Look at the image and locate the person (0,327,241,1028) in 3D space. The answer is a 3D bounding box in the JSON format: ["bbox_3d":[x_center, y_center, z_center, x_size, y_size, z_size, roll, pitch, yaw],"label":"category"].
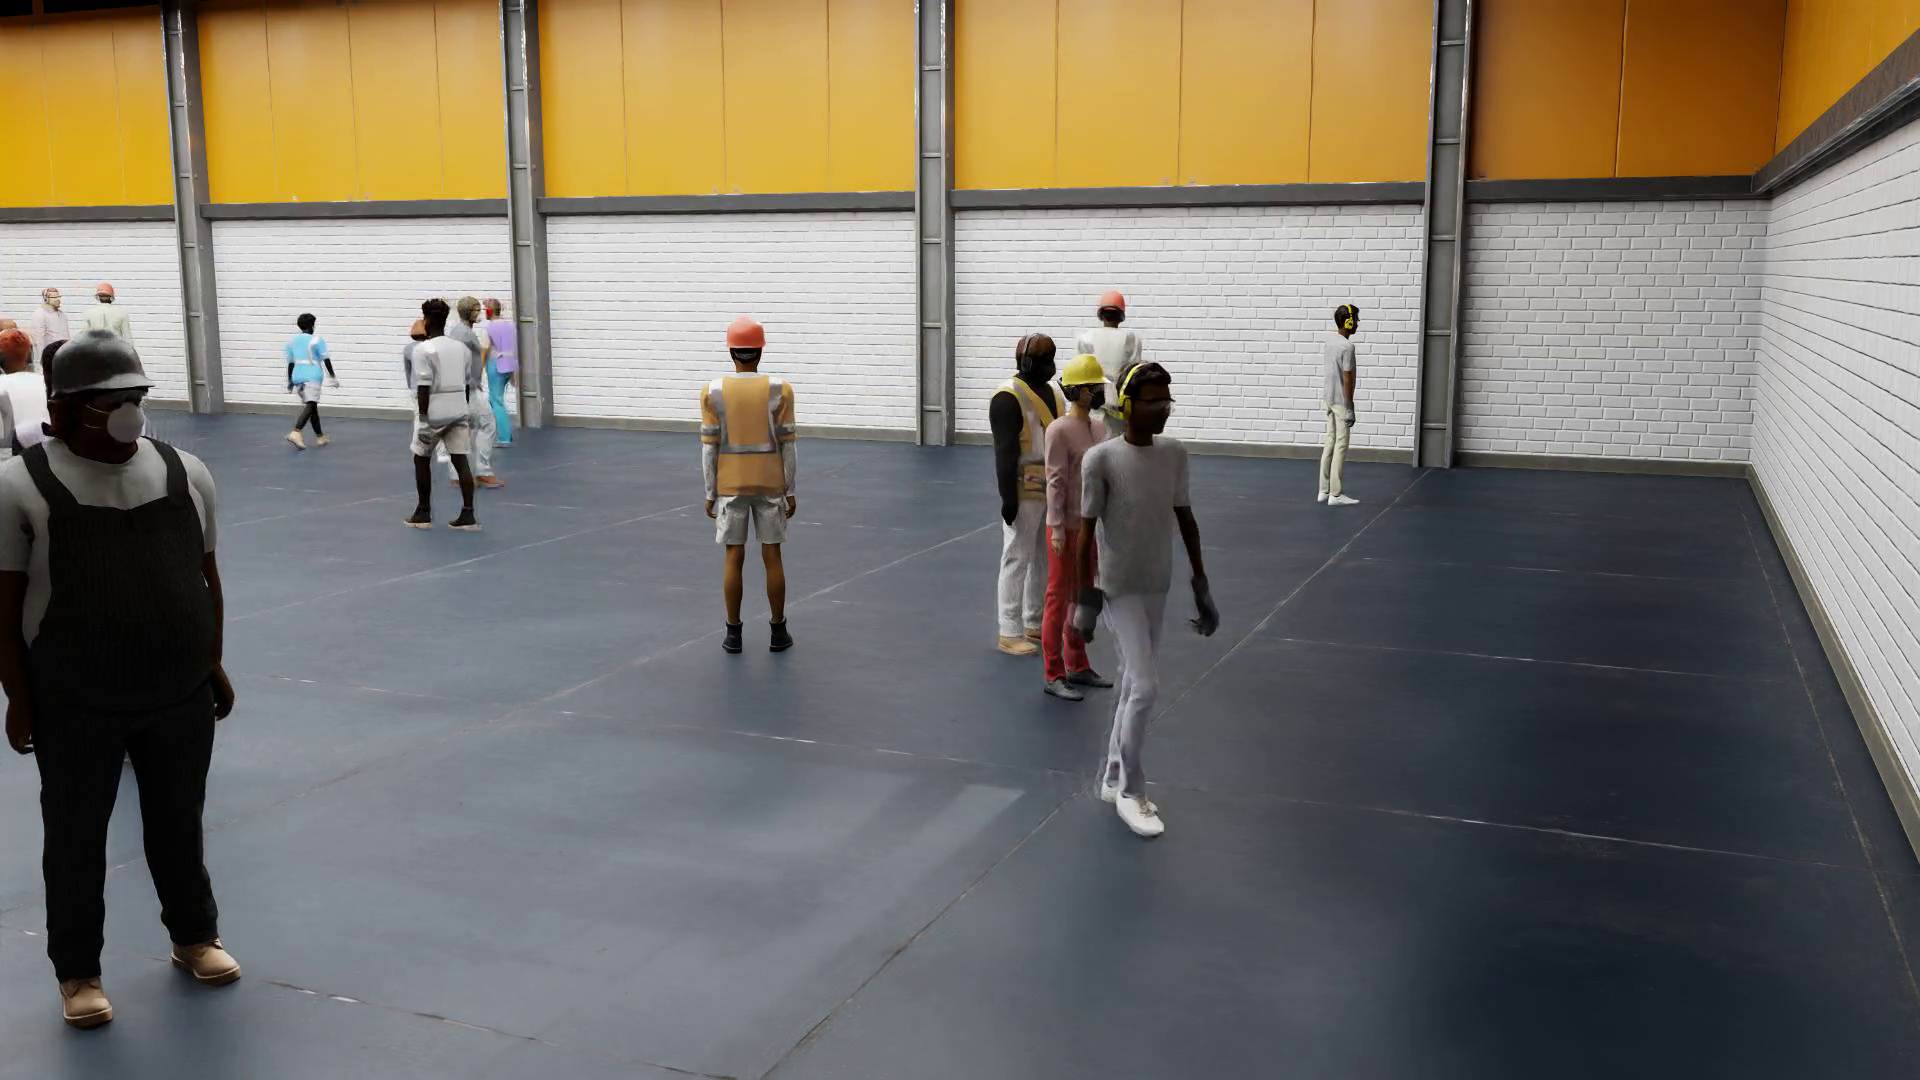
[{"bbox_3d":[-2.481,0.394,4.953,0.538,2.000,0.688,8,13,41],"label":"person"}]

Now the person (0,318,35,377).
[{"bbox_3d":[-10.520,-1.637,18.486,0.323,1.638,0.539,5,11,29],"label":"person"}]

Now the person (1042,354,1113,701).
[{"bbox_3d":[0.621,-0.072,8.597,0.310,1.772,0.524,6,11,34],"label":"person"}]

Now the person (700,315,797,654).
[{"bbox_3d":[-1.202,-0.312,9.531,0.542,1.943,0.349,-1,9,-5],"label":"person"}]

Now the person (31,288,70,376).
[{"bbox_3d":[-12.931,-2.647,23.788,0.399,1.909,0.642,1,9,4],"label":"person"}]

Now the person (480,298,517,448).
[{"bbox_3d":[-5.657,-2.016,20.219,0.519,1.828,0.564,3,10,15],"label":"person"}]

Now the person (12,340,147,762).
[{"bbox_3d":[-4.026,0.048,7.516,0.911,1.880,0.625,5,11,27],"label":"person"}]

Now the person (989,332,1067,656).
[{"bbox_3d":[0.427,-0.269,9.573,0.429,1.841,0.633,6,11,32],"label":"person"}]

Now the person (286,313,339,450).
[{"bbox_3d":[-7.948,-1.926,20.180,0.613,1.651,0.817,3,10,19],"label":"person"}]

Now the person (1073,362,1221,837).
[{"bbox_3d":[0.758,0.228,6.568,0.534,1.848,0.676,-7,12,-37],"label":"person"}]

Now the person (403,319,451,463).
[{"bbox_3d":[-6.031,-1.681,18.786,0.531,1.628,0.323,3,10,20],"label":"person"}]

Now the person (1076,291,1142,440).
[{"bbox_3d":[1.333,-1.255,15.121,0.632,1.995,1.041,1,9,6],"label":"person"}]

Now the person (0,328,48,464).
[{"bbox_3d":[-5.823,-0.406,10.433,0.990,1.841,0.593,6,11,32],"label":"person"}]

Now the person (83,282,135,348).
[{"bbox_3d":[-12.152,-2.682,23.771,0.643,1.980,0.573,-2,10,-10],"label":"person"}]

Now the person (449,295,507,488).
[{"bbox_3d":[-4.776,-1.459,16.535,0.671,1.920,0.654,-3,10,-15],"label":"person"}]

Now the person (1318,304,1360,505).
[{"bbox_3d":[3.549,-1.257,15.505,0.315,1.865,0.517,-2,10,-12],"label":"person"}]

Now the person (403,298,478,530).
[{"bbox_3d":[-4.412,-1.050,13.991,0.826,1.937,0.630,6,11,31],"label":"person"}]
